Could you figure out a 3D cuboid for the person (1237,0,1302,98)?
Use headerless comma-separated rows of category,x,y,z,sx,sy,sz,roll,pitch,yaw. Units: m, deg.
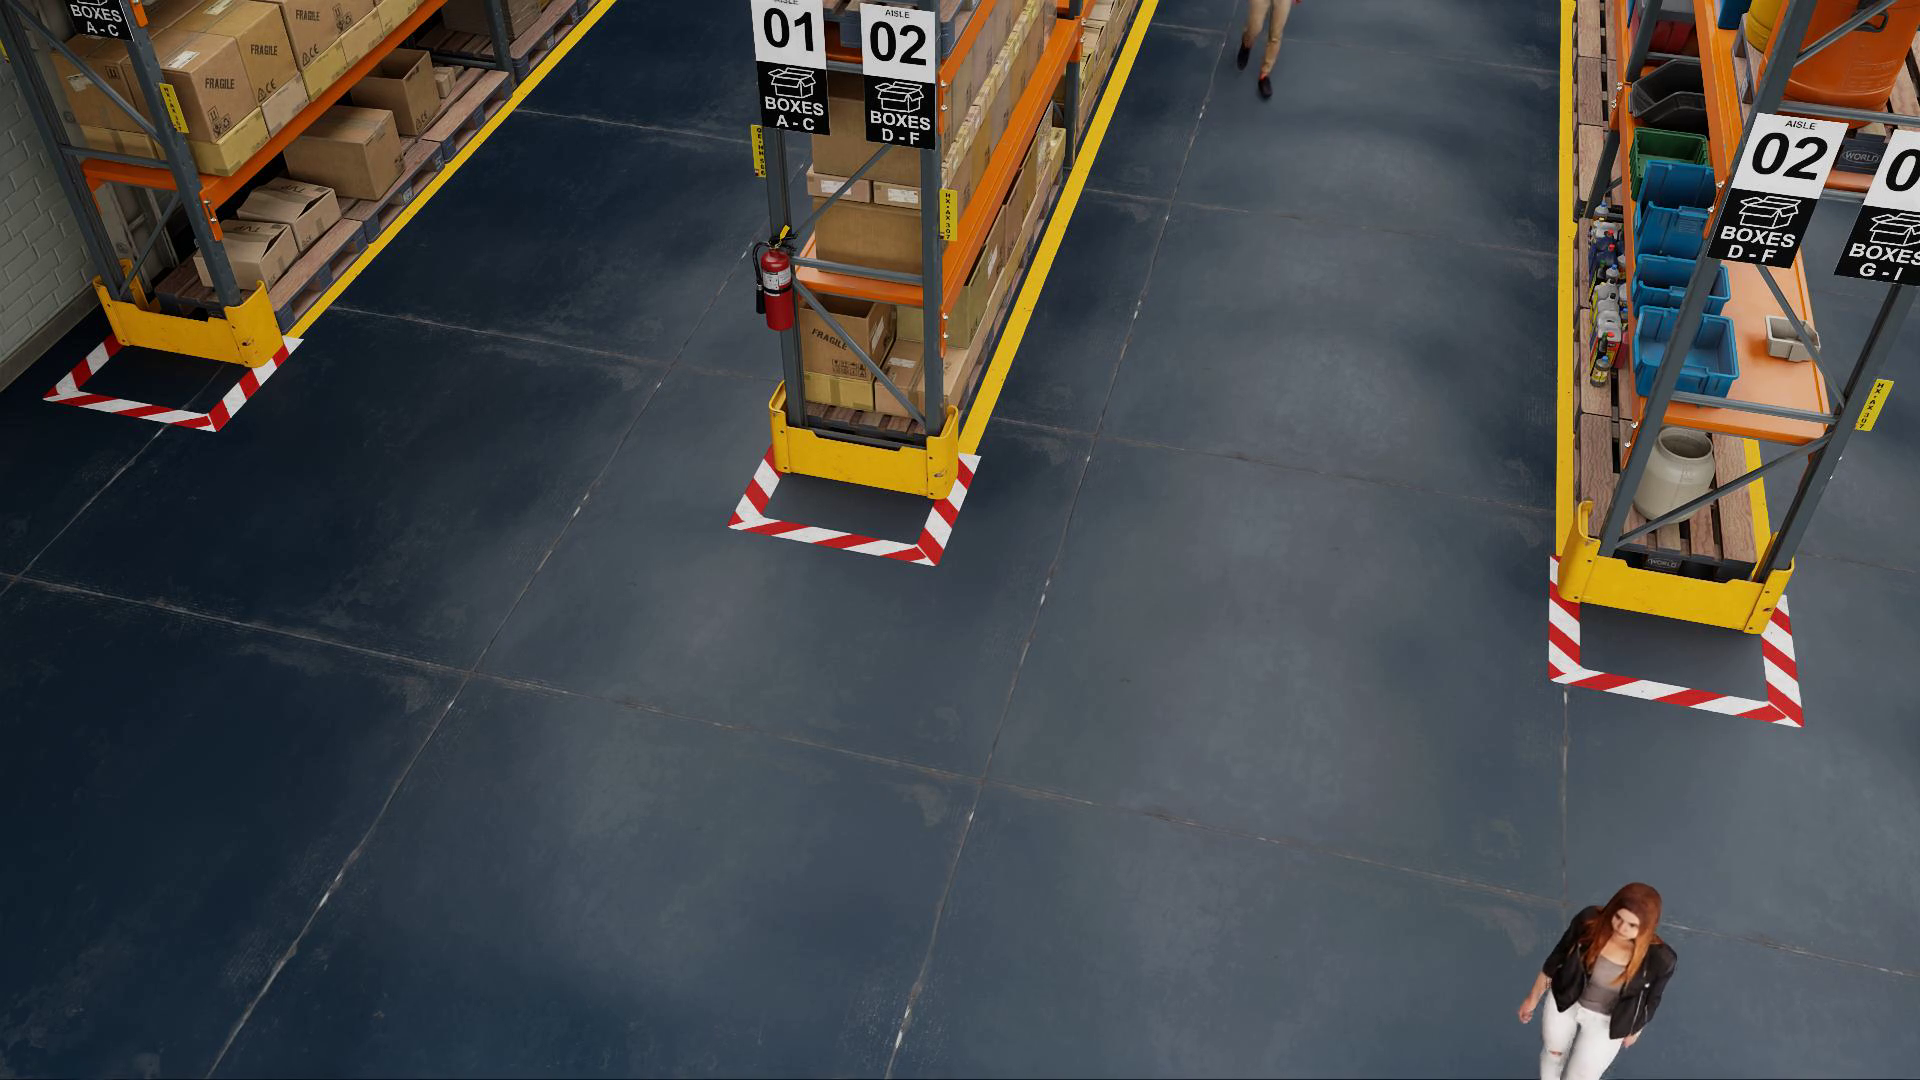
person,2.597,-4.657,13.875,0.770,1.848,0.912,-1,43,-1

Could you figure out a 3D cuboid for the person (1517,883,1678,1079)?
person,2.651,1.926,6.940,0.722,1.691,0.766,34,53,31
